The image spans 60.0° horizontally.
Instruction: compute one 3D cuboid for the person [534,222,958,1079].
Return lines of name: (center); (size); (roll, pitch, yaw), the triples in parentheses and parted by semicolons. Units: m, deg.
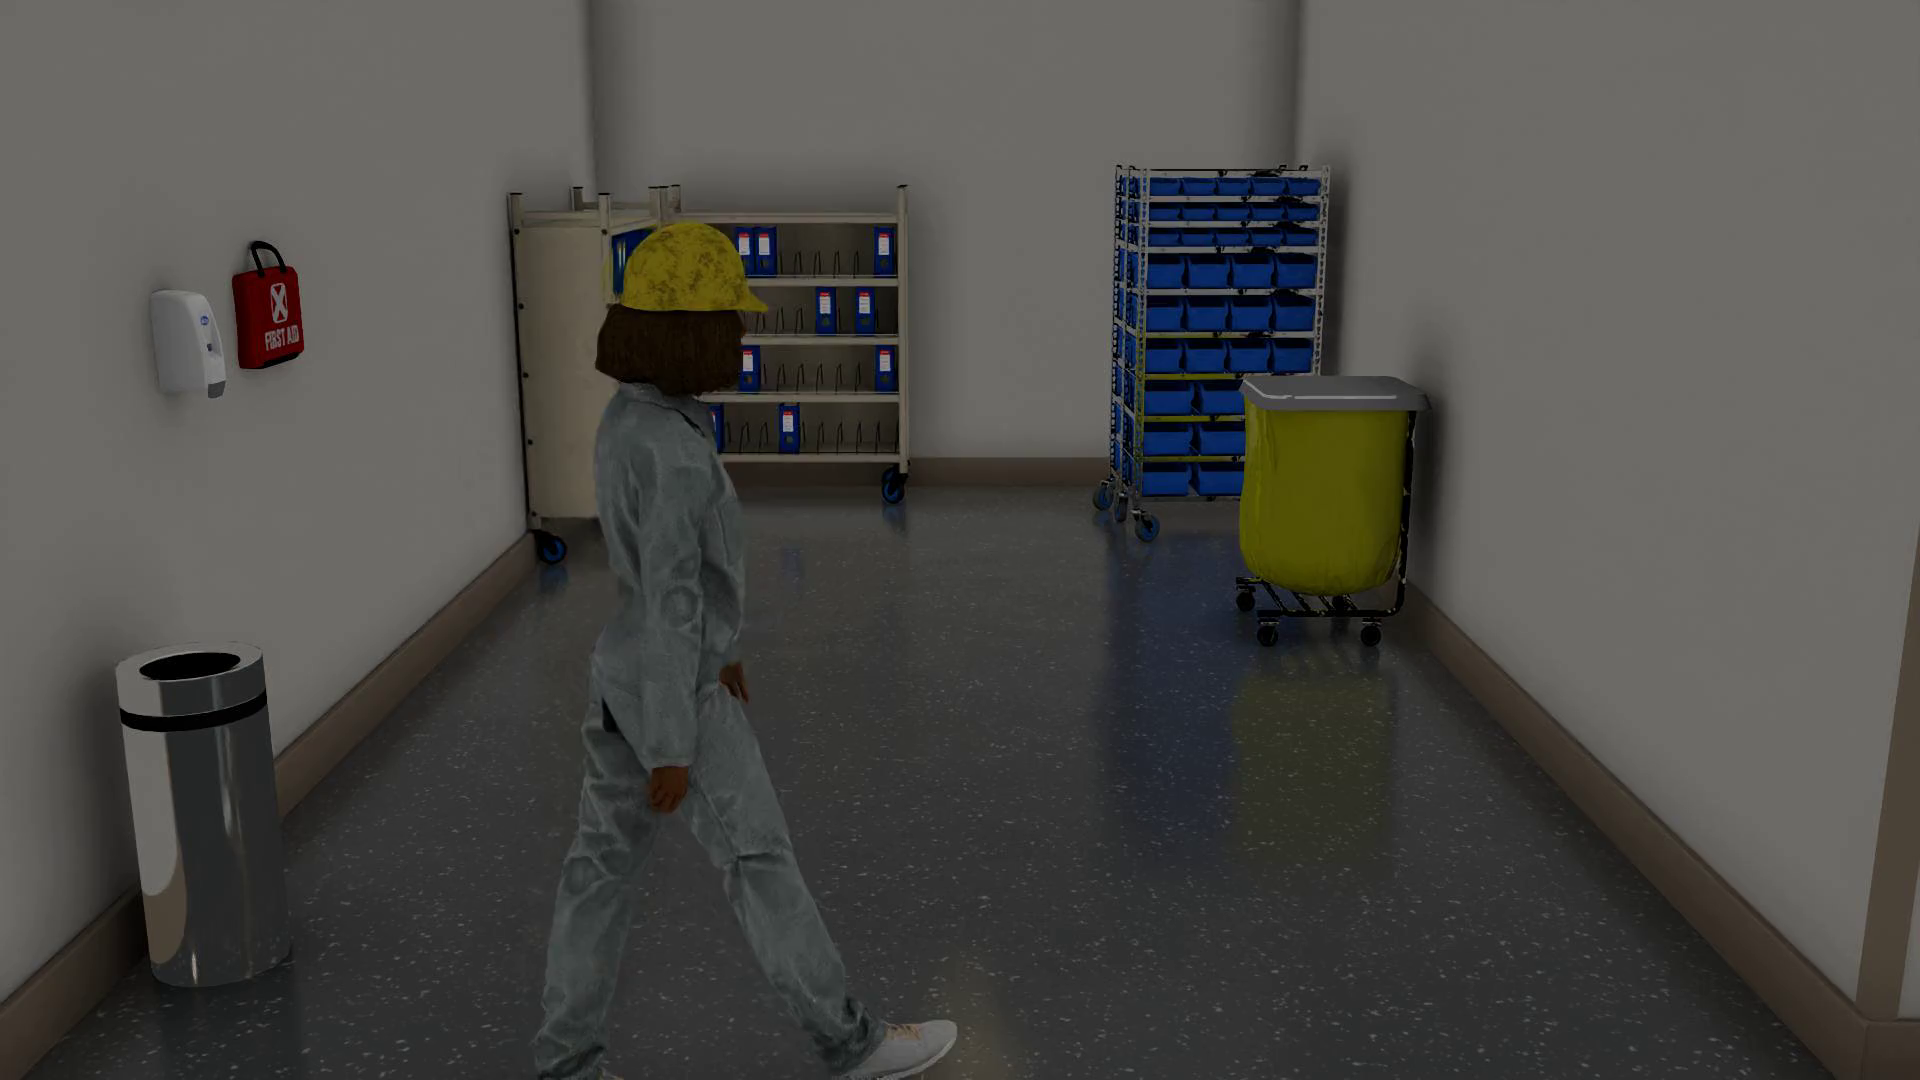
person: (-0.441, 0.277, 3.104); (0.864, 1.702, 0.507); (-6, 14, -24)
